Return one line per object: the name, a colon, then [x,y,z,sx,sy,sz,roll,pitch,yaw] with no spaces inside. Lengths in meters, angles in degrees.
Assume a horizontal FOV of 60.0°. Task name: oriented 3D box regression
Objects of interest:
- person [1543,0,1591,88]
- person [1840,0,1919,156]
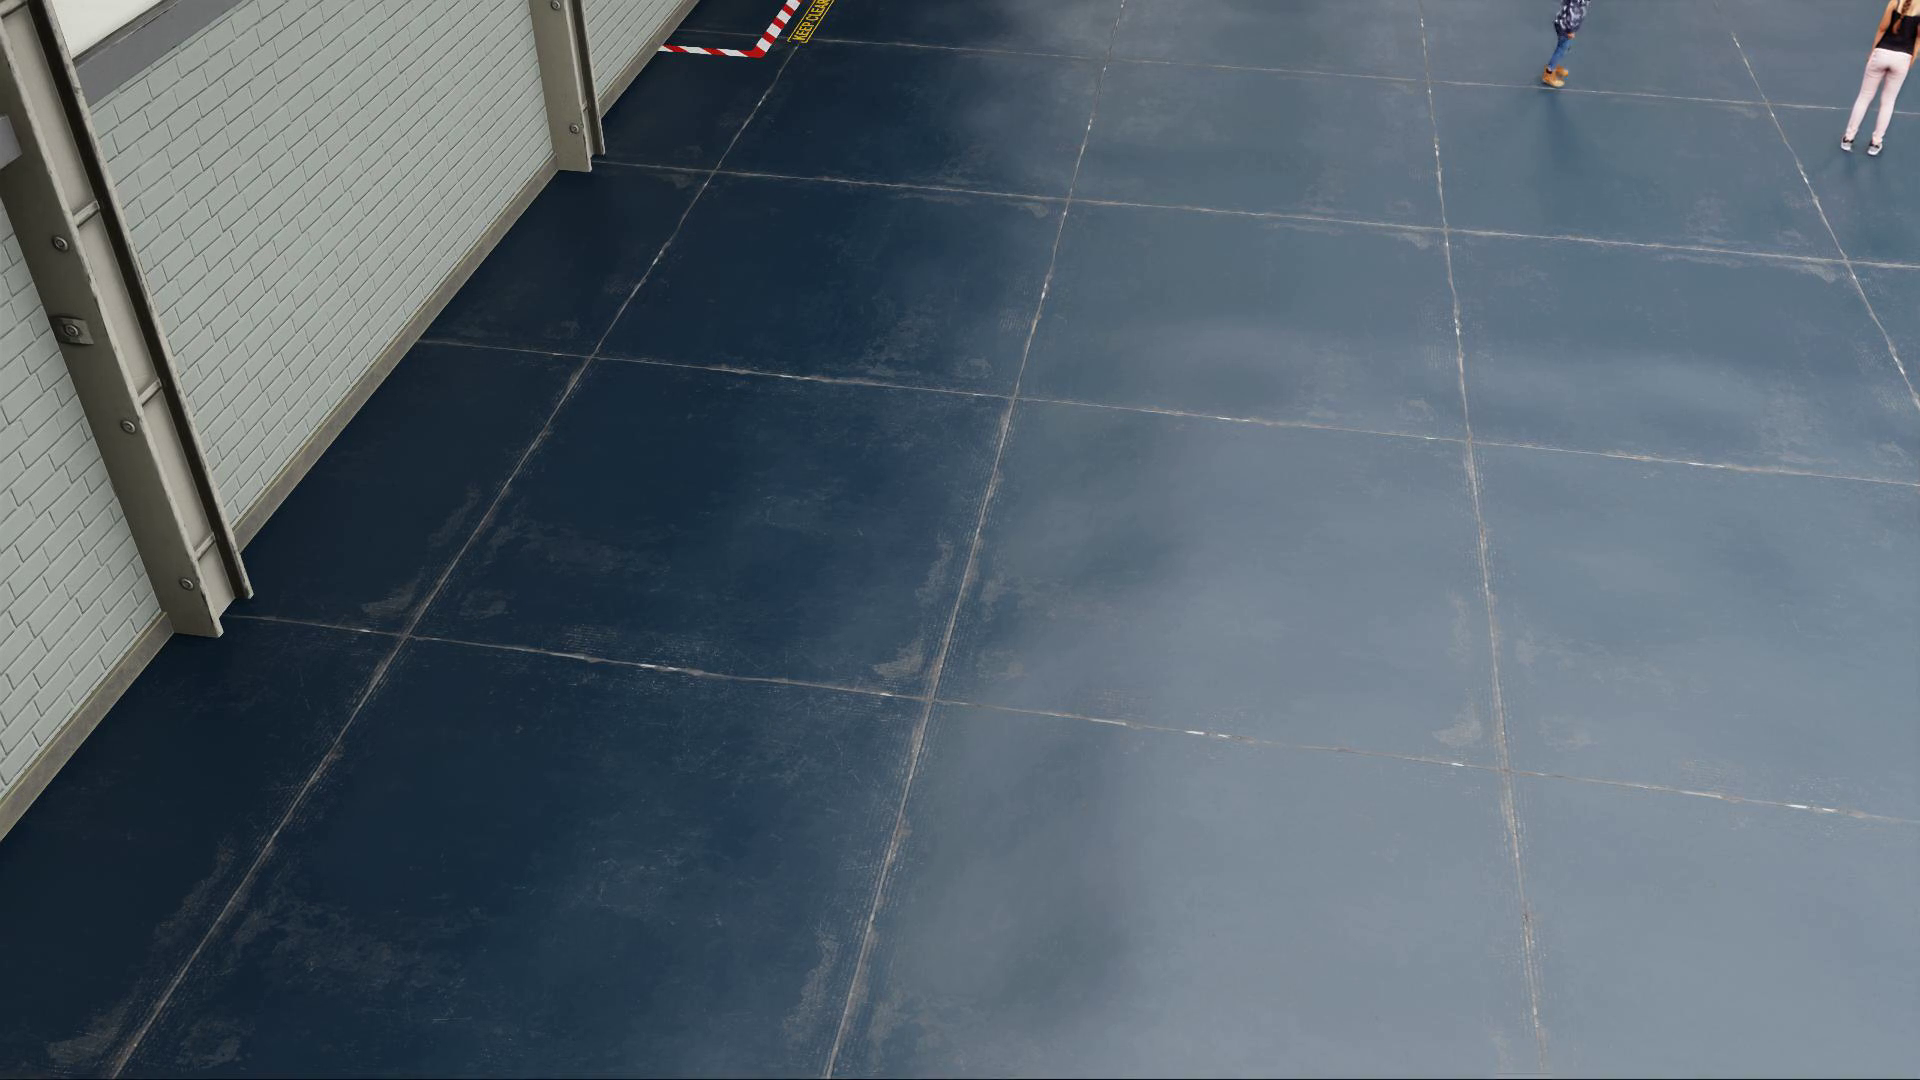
person: [5.492,-4.715,15.035,0.698,1.235,0.578,12,40,14]
person: [7.747,-3.996,13.850,0.559,1.563,0.579,17,41,21]
